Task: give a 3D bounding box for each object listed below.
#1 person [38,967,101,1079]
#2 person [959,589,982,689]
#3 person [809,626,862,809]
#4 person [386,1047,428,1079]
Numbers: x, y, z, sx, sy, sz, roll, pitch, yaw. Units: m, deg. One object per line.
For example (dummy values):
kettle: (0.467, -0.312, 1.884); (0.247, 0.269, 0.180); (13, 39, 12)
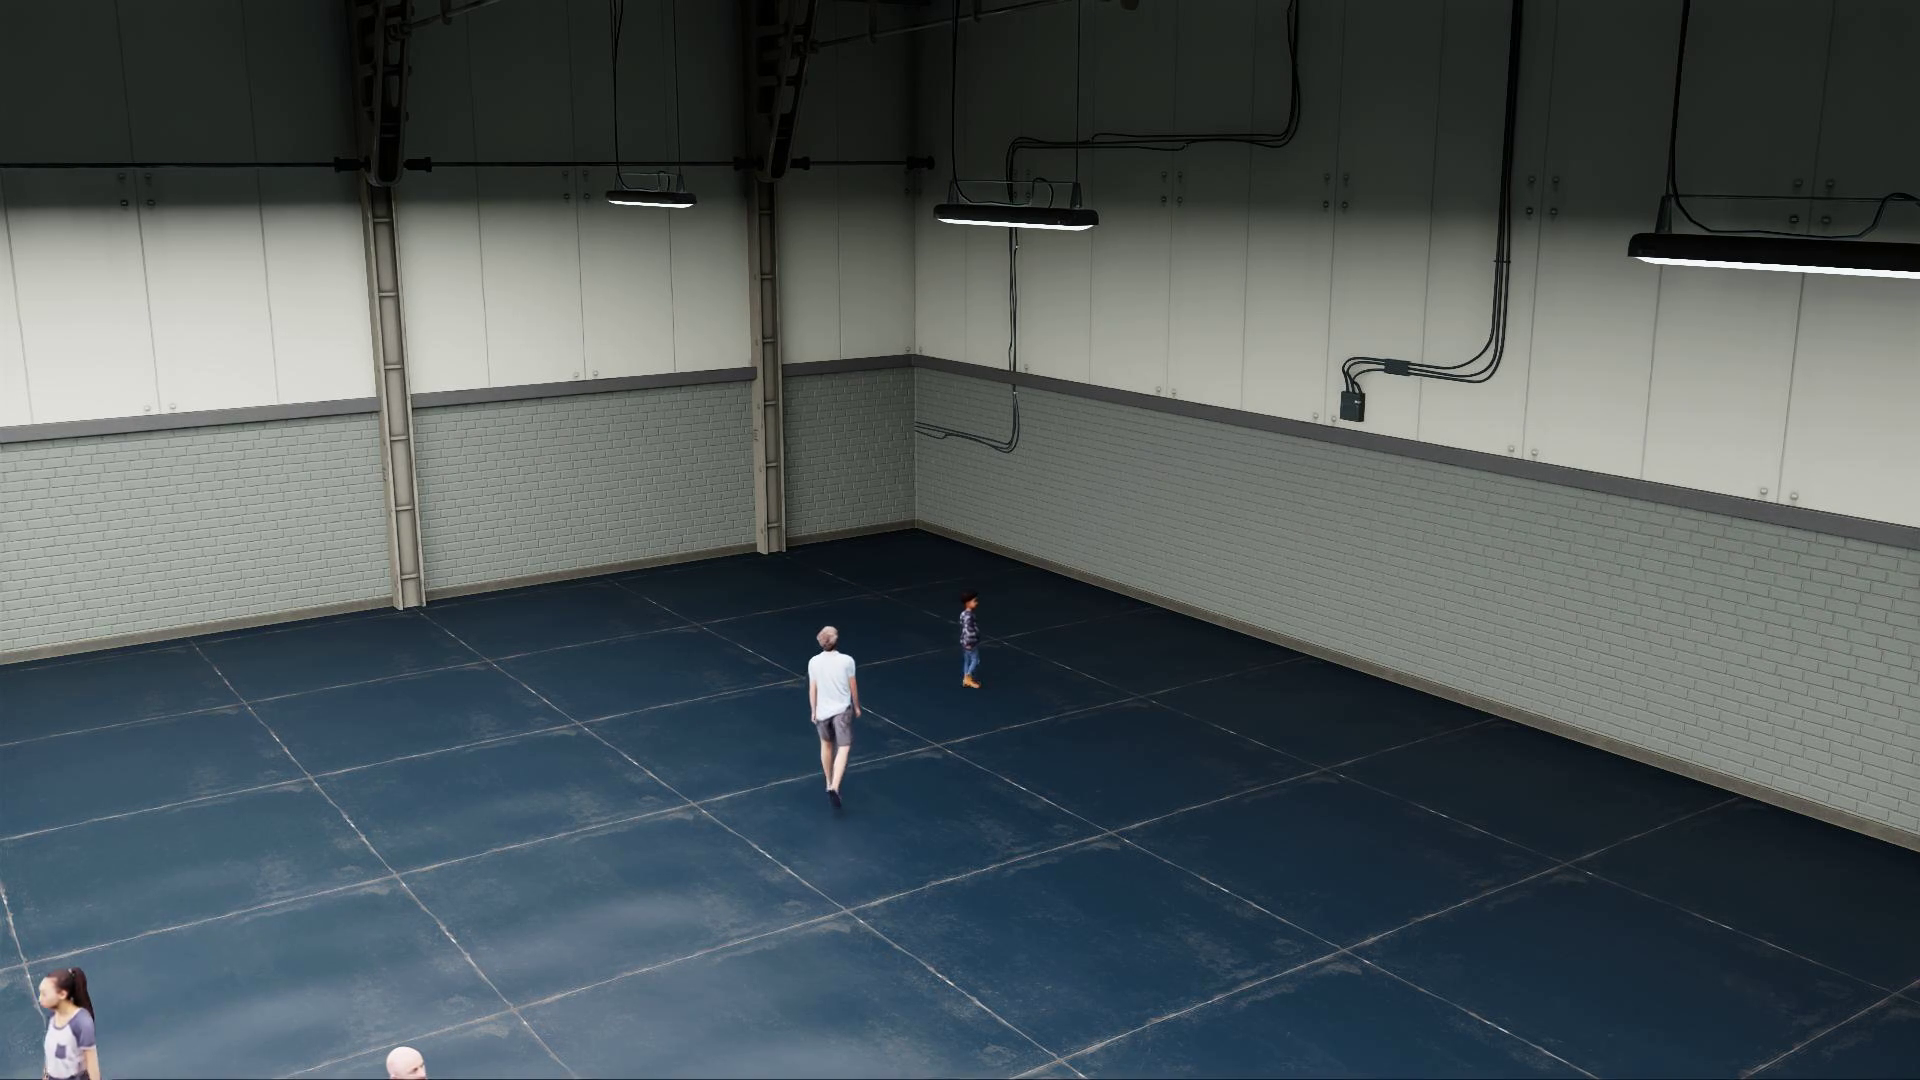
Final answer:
person: (-5.369, 3.380, 10.260); (0.705, 1.633, 0.799); (11, 17, 39)
person: (0.075, 1.213, 20.477); (0.646, 1.246, 0.587); (2, 13, 10)
person: (-1.280, 1.786, 16.755); (1.089, 1.808, 1.137); (2, 13, 7)
person: (-2.956, 3.572, 8.980); (0.817, 1.837, 0.720); (5, 14, 19)
